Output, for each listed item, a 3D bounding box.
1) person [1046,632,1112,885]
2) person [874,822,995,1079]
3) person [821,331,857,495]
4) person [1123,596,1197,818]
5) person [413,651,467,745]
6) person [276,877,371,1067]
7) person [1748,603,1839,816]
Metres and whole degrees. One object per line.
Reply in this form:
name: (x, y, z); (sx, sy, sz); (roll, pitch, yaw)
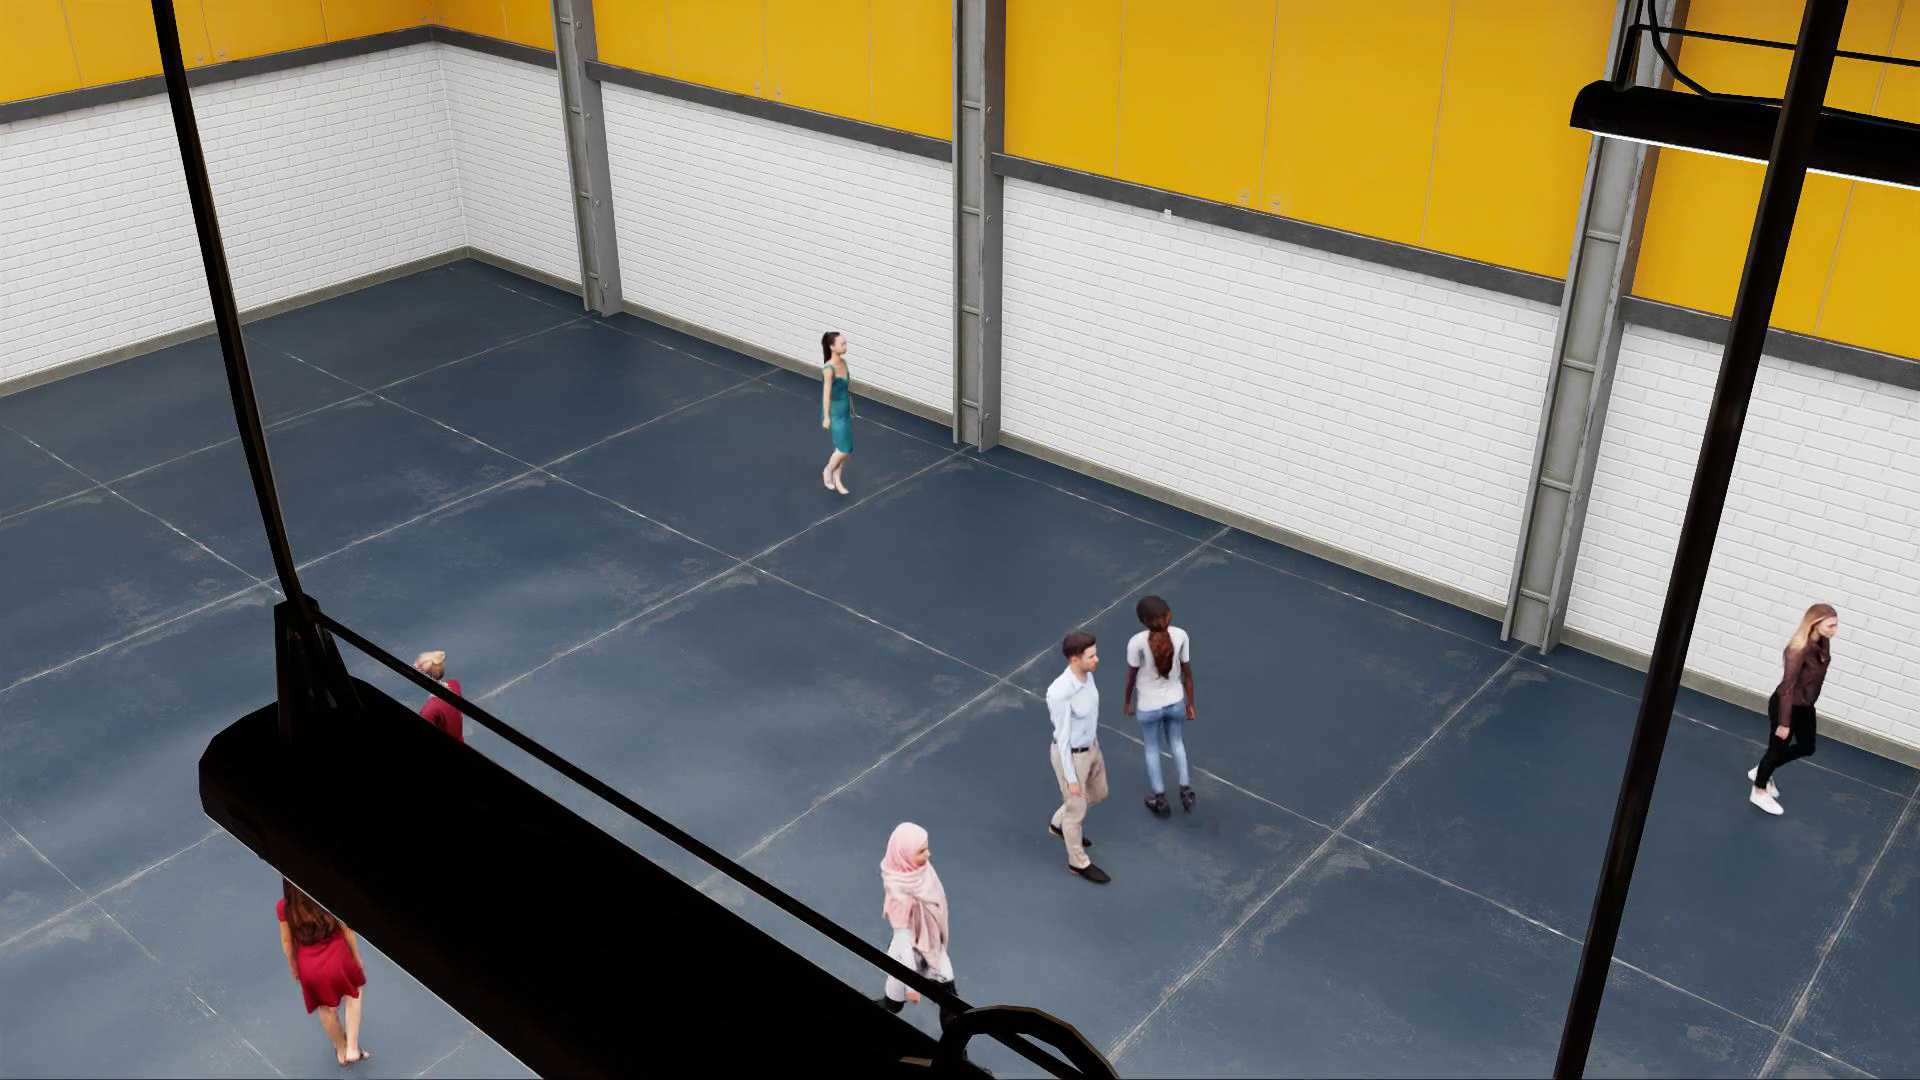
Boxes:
person: (0.721, 1.396, 10.941); (0.829, 1.841, 0.725); (16, 33, 27)
person: (-0.350, 2.330, 9.310); (1.287, 1.761, 0.984); (8, 30, 14)
person: (-1.235, -1.197, 15.866); (0.683, 1.676, 0.655); (12, 31, 20)
person: (1.425, 1.177, 11.499); (0.797, 1.691, 0.828); (0, 29, 0)
person: (-3.303, 1.482, 10.951); (0.974, 1.681, 0.865); (7, 29, 12)
person: (-3.584, 2.411, 9.385); (0.727, 1.548, 0.818); (-8, 30, -15)
person: (5.728, 1.128, 11.586); (0.694, 1.692, 0.678); (-19, 34, -31)
